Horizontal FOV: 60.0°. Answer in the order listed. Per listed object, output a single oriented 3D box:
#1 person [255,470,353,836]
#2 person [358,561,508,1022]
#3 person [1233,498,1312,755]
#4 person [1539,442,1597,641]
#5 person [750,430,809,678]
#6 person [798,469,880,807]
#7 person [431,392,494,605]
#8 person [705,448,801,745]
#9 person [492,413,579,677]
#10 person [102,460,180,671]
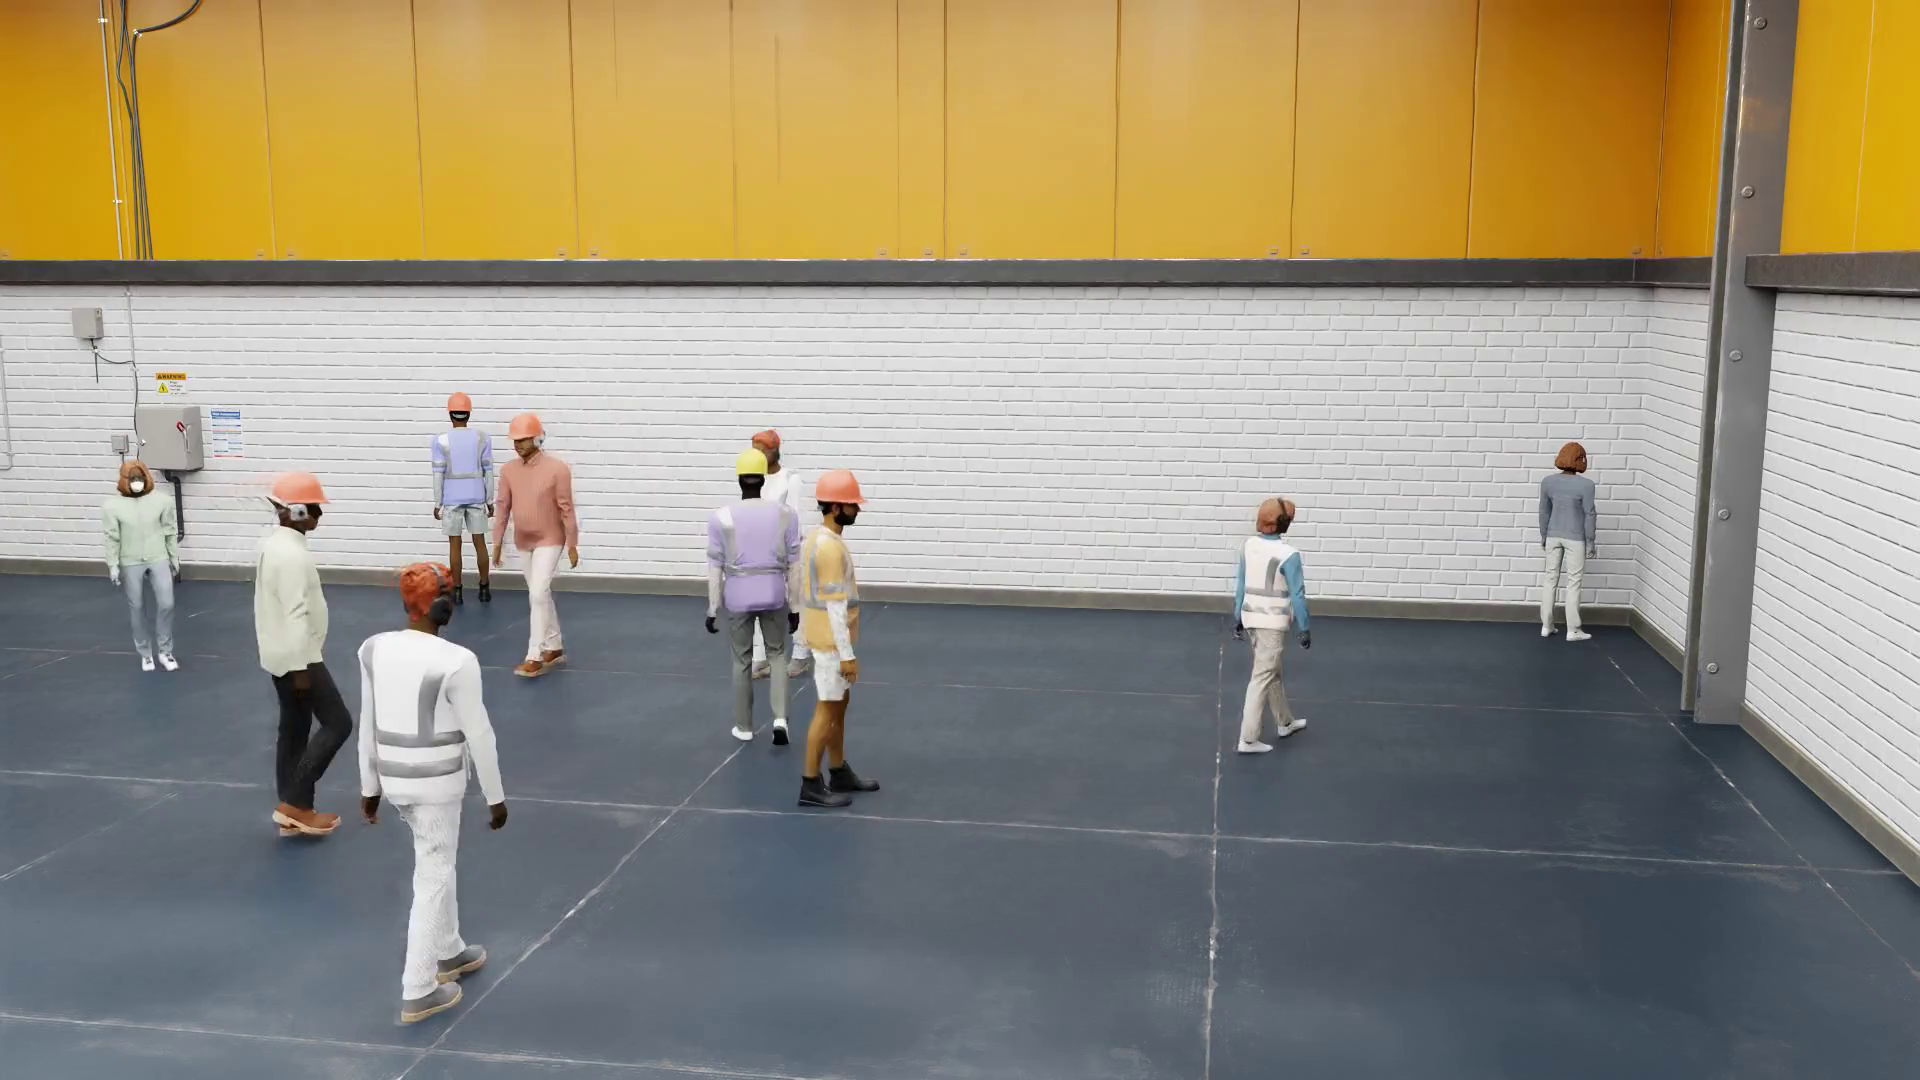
[{"bbox_3d":[-3.506,0.620,8.863,0.434,1.978,0.650,-6,11,-31],"label":"person"},{"bbox_3d":[-2.121,1.000,6.882,0.603,1.856,0.746,5,10,27],"label":"person"},{"bbox_3d":[2.037,0.535,10.522,0.775,1.608,0.539,-5,10,-28],"label":"person"},{"bbox_3d":[5.000,0.009,13.692,0.280,1.634,0.498,-7,12,-38],"label":"person"},{"bbox_3d":[-1.385,0.115,12.316,0.609,1.855,0.722,7,11,36],"label":"person"},{"bbox_3d":[-0.708,0.552,9.449,0.393,1.936,0.553,-1,9,-8],"label":"person"},{"bbox_3d":[-4.529,-0.380,15.159,0.553,1.935,0.362,-5,10,-28],"label":"person"},{"bbox_3d":[-1.322,0.374,10.578,0.613,1.922,0.537,-3,10,-18],"label":"person"},{"bbox_3d":[-3.259,0.039,12.473,0.660,1.958,0.868,4,10,23],"label":"person"},{"bbox_3d":[-6.131,0.203,12.511,0.523,1.615,0.530,-6,11,-34],"label":"person"}]
